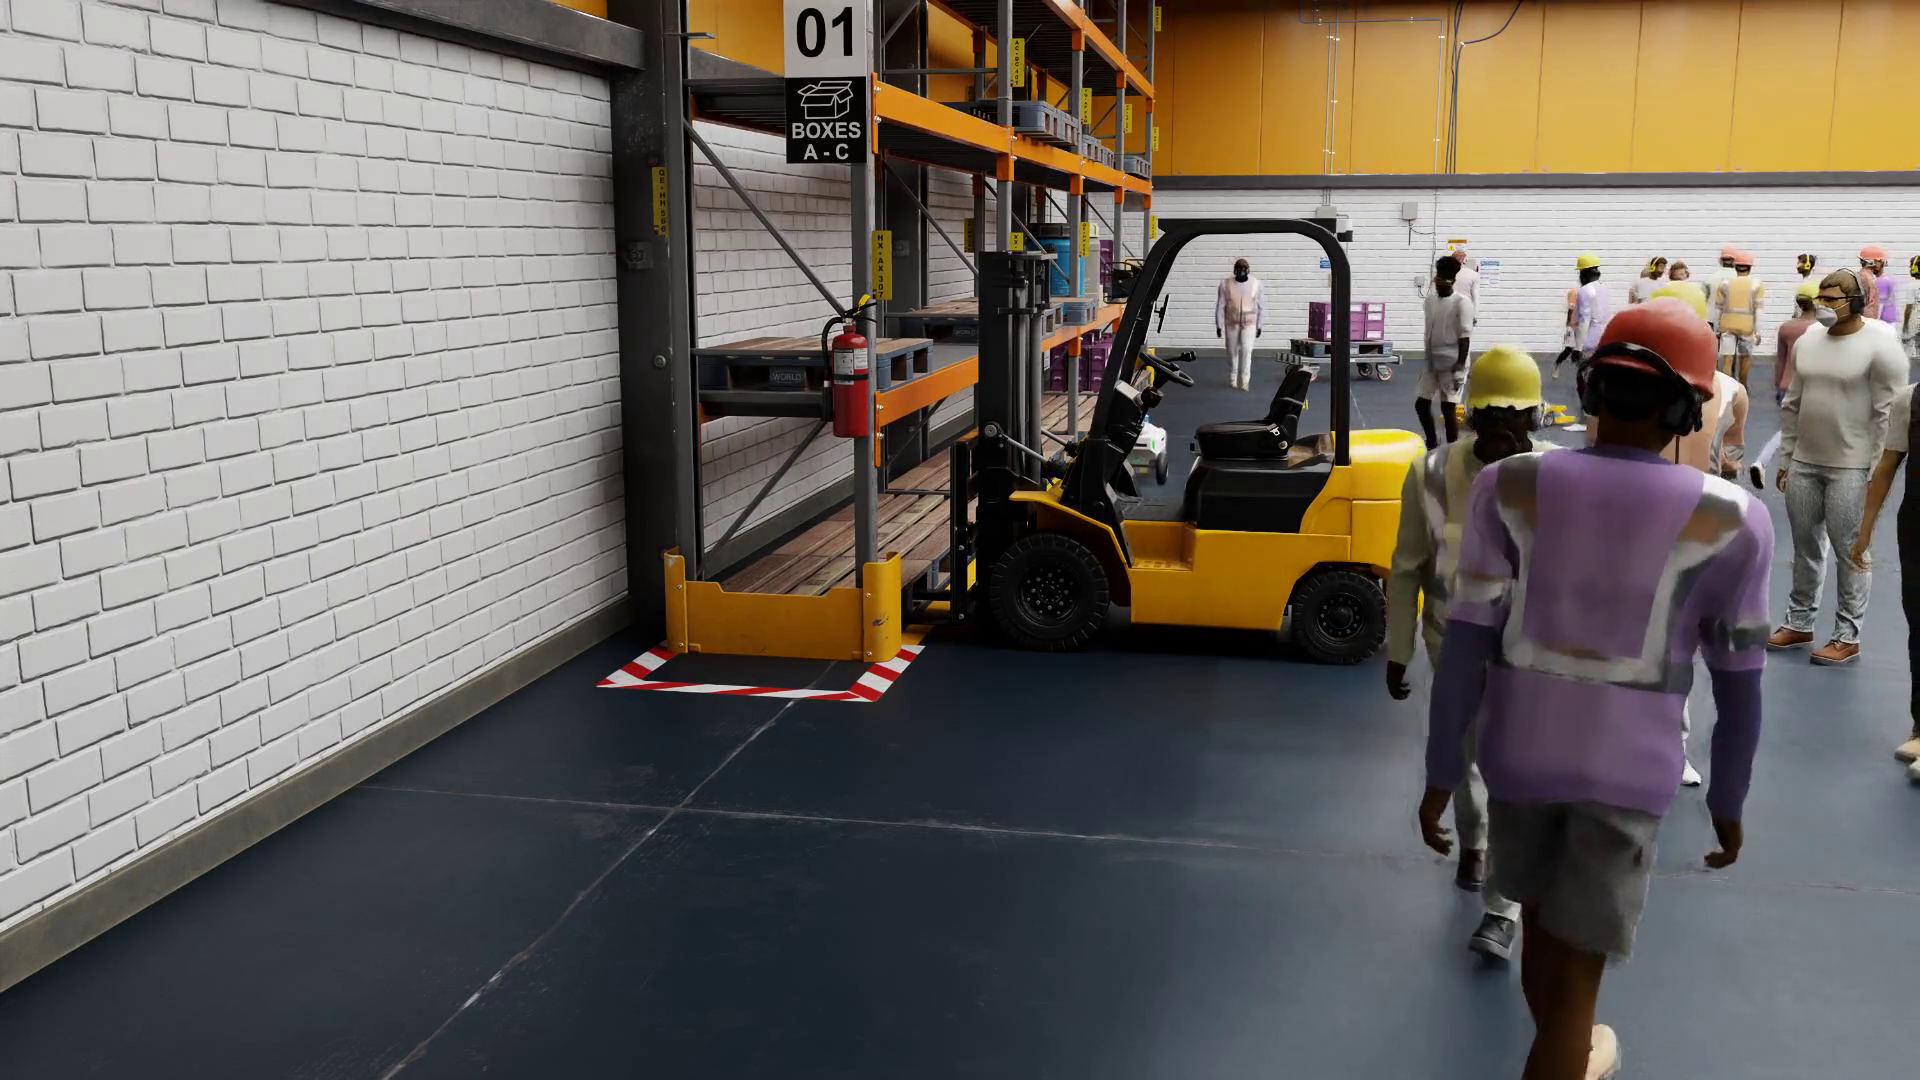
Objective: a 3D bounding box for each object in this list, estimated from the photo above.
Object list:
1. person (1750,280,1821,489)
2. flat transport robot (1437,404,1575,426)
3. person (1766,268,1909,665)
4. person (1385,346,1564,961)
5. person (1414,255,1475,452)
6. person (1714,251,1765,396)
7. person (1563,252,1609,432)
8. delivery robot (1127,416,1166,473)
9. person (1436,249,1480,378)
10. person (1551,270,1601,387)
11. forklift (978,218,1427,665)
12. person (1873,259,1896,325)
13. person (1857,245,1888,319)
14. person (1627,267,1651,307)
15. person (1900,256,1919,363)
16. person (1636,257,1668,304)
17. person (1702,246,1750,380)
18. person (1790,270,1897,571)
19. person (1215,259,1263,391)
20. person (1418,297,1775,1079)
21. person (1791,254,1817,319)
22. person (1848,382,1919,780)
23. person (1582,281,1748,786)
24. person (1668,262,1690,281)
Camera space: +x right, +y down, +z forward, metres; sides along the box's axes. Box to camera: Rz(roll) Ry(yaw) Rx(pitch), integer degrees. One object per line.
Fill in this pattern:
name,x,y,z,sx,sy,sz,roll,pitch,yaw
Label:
person,6.774,-1.212,13.385,0.581,1.759,0.540,-4,11,-20
flat transport robot,6.079,-1.402,18.488,1.431,0.197,0.652,-5,12,-27
person,4.297,-0.357,8.183,0.356,1.938,0.633,-4,11,-21
person,1.602,0.302,5.038,0.613,1.775,0.920,5,11,24
person,4.312,-1.557,14.791,0.446,1.928,0.626,-6,12,-28
person,9.731,-2.637,20.791,0.569,1.894,0.930,6,12,29
person,6.743,-2.122,17.899,0.384,1.923,0.590,9,14,42
delivery robot,1.565,-0.831,14.319,0.477,0.478,0.707,3,11,14
person,7.363,-3.341,24.647,0.639,1.903,0.409,5,11,24
person,8.660,-2.988,23.351,0.553,1.658,0.747,-2,11,-13
forklift,1.285,-0.567,8.635,2.313,2.155,1.214,2,11,11
person,12.736,-3.064,23.208,0.888,1.873,0.610,5,11,24
person,10.983,-2.584,20.236,0.397,1.992,0.622,2,10,9
person,10.155,-3.218,24.683,0.514,1.640,0.315,9,14,40
person,12.453,-2.753,21.564,0.530,1.847,0.742,-3,11,-17
person,9.697,-3.062,23.369,0.498,1.818,0.905,-1,10,-7
person,10.255,-2.946,22.325,0.637,1.947,0.974,6,12,31
person,5.502,-0.732,10.389,0.585,1.882,0.337,0,10,-2
person,3.842,-2.967,22.913,0.643,1.797,0.965,2,10,9
person,1.347,0.482,3.532,0.617,1.953,1.087,6,12,31
person,11.813,-3.090,23.393,0.390,1.856,0.522,4,11,20
person,3.771,0.014,6.464,0.632,1.829,0.526,-7,13,-35
person,2.668,-0.015,6.341,0.592,1.926,0.366,1,10,6
person,8.713,-2.475,20.249,0.597,1.783,0.972,0,10,-3
